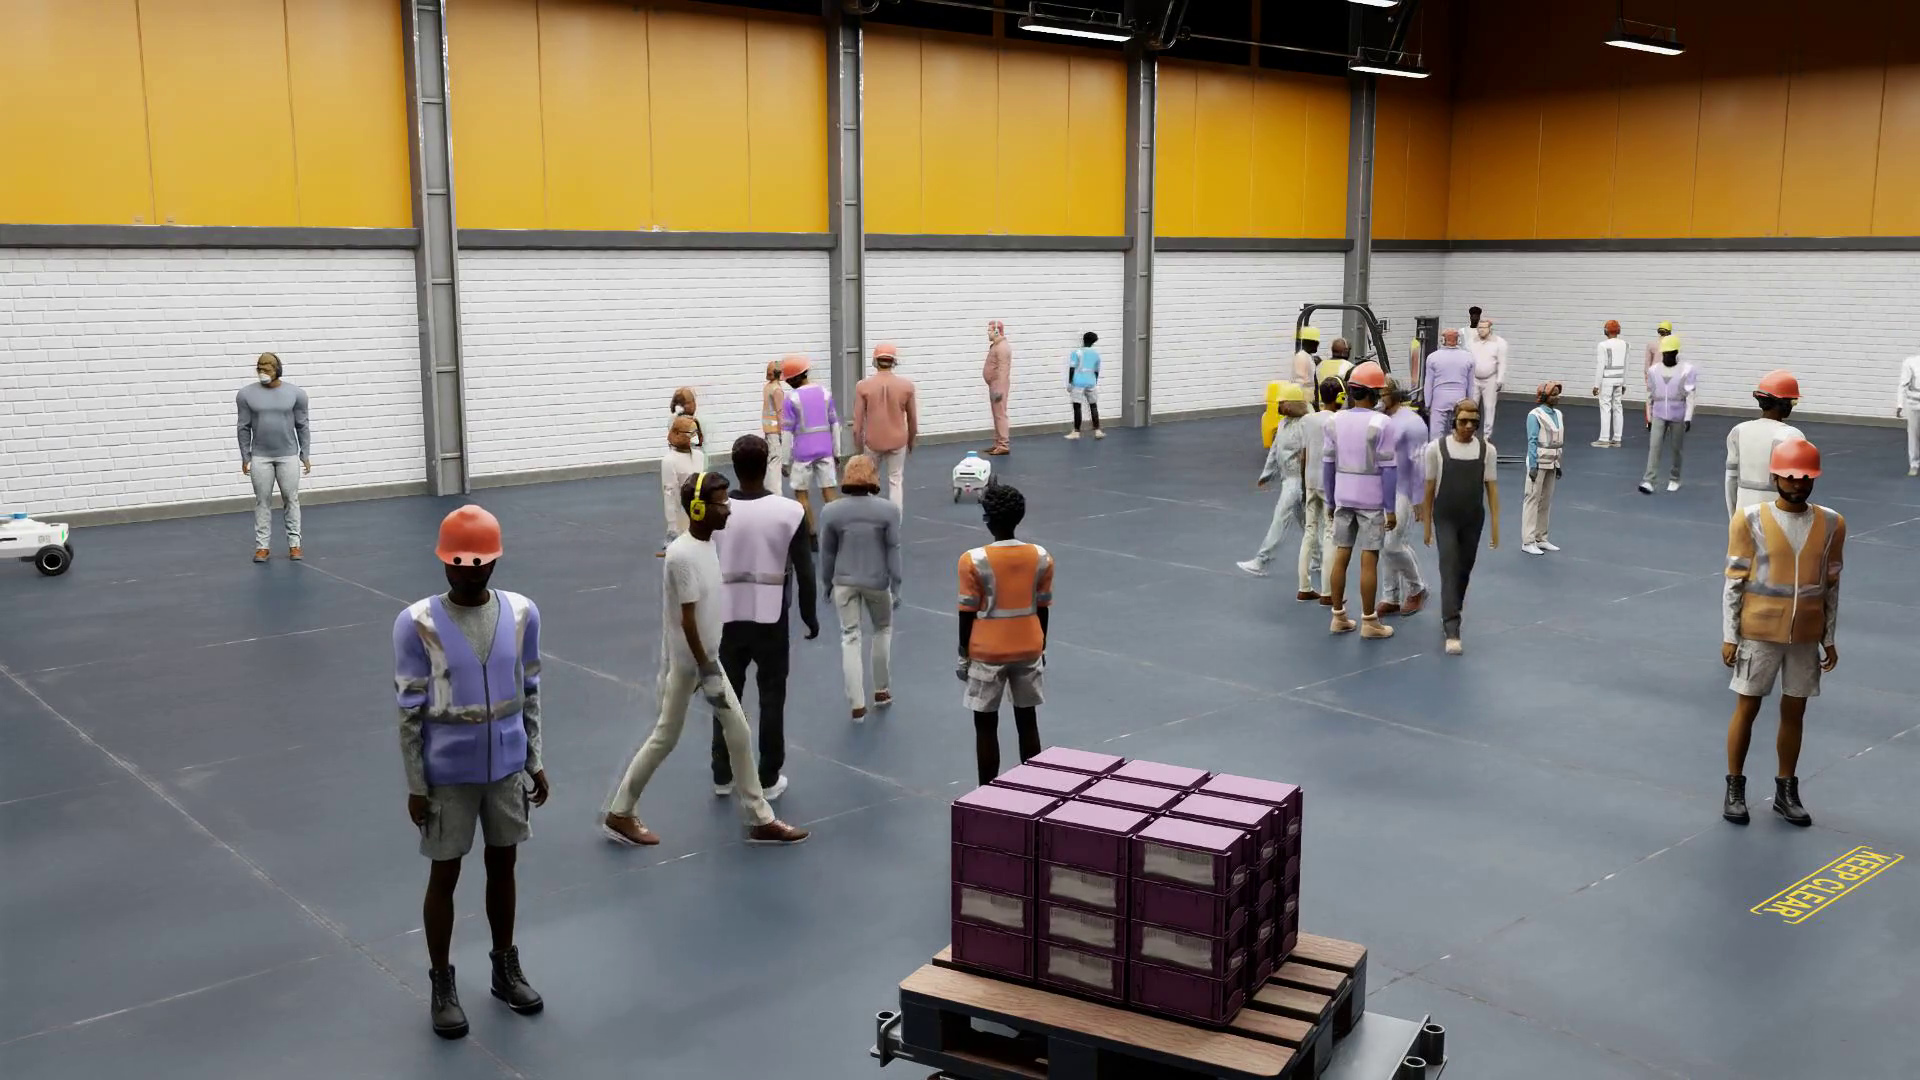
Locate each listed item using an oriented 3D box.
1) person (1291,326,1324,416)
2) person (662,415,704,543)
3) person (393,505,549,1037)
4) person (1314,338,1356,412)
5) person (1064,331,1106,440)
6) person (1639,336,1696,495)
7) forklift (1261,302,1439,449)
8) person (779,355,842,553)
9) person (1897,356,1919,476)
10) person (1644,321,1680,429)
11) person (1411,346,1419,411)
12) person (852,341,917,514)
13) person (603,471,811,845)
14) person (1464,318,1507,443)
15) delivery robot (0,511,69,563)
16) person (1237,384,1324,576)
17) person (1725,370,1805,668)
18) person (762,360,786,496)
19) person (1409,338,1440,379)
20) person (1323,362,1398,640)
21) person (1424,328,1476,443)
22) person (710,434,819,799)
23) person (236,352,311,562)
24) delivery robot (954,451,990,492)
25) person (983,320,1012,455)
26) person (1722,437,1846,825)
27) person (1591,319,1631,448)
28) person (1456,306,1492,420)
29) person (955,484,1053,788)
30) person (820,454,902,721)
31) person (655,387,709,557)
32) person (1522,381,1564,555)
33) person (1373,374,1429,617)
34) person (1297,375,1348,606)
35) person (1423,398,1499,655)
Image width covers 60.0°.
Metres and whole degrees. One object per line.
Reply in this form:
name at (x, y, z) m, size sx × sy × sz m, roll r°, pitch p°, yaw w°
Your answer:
person at (4.620, -1.836, 21.761) m, size 0.785 × 1.900 × 0.590 m, roll 3°, pitch 10°, yaw 16°
person at (-2.055, -0.130, 12.532) m, size 0.272 × 1.632 × 0.507 m, roll 4°, pitch 11°, yaw 23°
person at (-1.757, 0.824, 6.074) m, size 0.547 × 1.934 × 0.376 m, roll -7°, pitch 12°, yaw -37°
person at (4.539, -1.502, 19.962) m, size 0.429 × 1.841 × 0.633 m, roll -7°, pitch 12°, yaw -34°
person at (1.913, -2.366, 25.549) m, size 0.649 × 1.661 × 0.332 m, roll -5°, pitch 11°, yaw -28°
person at (8.385, -1.474, 19.698) m, size 0.603 × 1.872 × 0.986 m, roll 8°, pitch 12°, yaw 38°
forklift at (5.320, -2.157, 22.763) m, size 2.313 × 2.155 × 1.214 m, roll 3°, pitch 10°, yaw 16°
person at (-1.382, -0.802, 15.754) m, size 0.637 × 1.886 × 0.505 m, roll -6°, pitch 12°, yaw -32°
person at (12.193, -1.679, 21.044) m, size 0.583 × 1.826 × 1.000 m, roll 6°, pitch 11°, yaw 31°
person at (11.432, -2.683, 27.097) m, size 0.535 × 1.767 × 0.315 m, roll 7°, pitch 12°, yaw 37°
person at (6.982, -2.339, 25.110) m, size 0.324 × 1.760 × 0.523 m, roll -2°, pitch 10°, yaw -10°
person at (-0.748, -0.977, 16.479) m, size 0.640 × 1.976 × 0.543 m, roll -1°, pitch 10°, yaw -5°
person at (-1.263, 0.578, 7.870) m, size 0.989 × 1.822 × 0.533 m, roll 2°, pitch 10°, yaw 13°
person at (7.817, -2.368, 24.858) m, size 0.662 × 1.899 × 0.455 m, roll 6°, pitch 11°, yaw 31°
delivery robot at (-8.291, -0.009, 14.709) m, size 0.707 × 0.478 × 0.477 m, roll -4°, pitch 11°, yaw -24°
person at (2.891, -0.525, 14.679) m, size 0.922 × 1.696 × 0.501 m, roll -2°, pitch 10°, yaw -12°
person at (5.540, -0.145, 11.425) m, size 0.375 × 2.044 × 0.605 m, roll -4°, pitch 11°, yaw -24°
person at (-2.087, -1.210, 18.846) m, size 0.311 × 1.638 × 0.523 m, roll -4°, pitch 10°, yaw -22°
person at (7.178, -2.466, 25.608) m, size 0.429 × 1.841 × 0.634 m, roll -3°, pitch 10°, yaw -20°
person at (2.962, -0.288, 12.261) m, size 0.381 × 2.045 × 0.605 m, roll -9°, pitch 13°, yaw -42°
person at (6.281, -1.774, 21.395) m, size 0.641 × 1.900 × 0.403 m, roll 1°, pitch 10°, yaw 4°
person at (-1.051, 0.408, 8.582) m, size 0.614 × 1.914 × 0.475 m, roll 1°, pitch 10°, yaw 6°
person at (-6.327, -0.765, 15.373) m, size 0.627 × 1.936 × 0.376 m, roll -3°, pitch 10°, yaw -17°
delivery robot at (0.140, -0.781, 19.229) m, size 0.477 × 0.478 × 0.707 m, roll 2°, pitch 10°, yaw 9°
person at (0.522, -2.163, 23.644) m, size 0.403 × 1.906 × 0.651 m, roll -1°, pitch 10°, yaw -5°
person at (4.065, 0.455, 8.223) m, size 0.552 × 1.936 × 0.358 m, roll 1°, pitch 10°, yaw 7°
person at (9.586, -2.300, 24.502) m, size 0.581 × 1.884 × 0.339 m, roll -4°, pitch 10°, yaw -21°
person at (8.733, -2.999, 28.359) m, size 0.607 × 1.967 × 0.367 m, roll 4°, pitch 10°, yaw 22°
person at (0.220, 0.565, 8.316) m, size 0.537 × 1.692 × 0.321 m, roll -5°, pitch 11°, yaw -27°
person at (-0.596, 0.272, 10.234) m, size 0.514 × 1.599 × 0.716 m, roll 1°, pitch 10°, yaw 4°
person at (-2.540, -0.667, 15.799) m, size 0.511 × 1.601 × 0.821 m, roll 6°, pitch 12°, yaw 32°
person at (5.539, -0.689, 15.794) m, size 0.511 × 1.641 × 0.308 m, roll -9°, pitch 13°, yaw -41°
person at (3.345, -0.336, 12.906) m, size 0.433 × 1.916 × 0.657 m, roll -5°, pitch 11°, yaw -25°
person at (2.957, -0.396, 13.451) m, size 0.327 × 1.861 × 0.501 m, roll -9°, pitch 13°, yaw -44°
person at (3.619, -0.129, 12.044) m, size 0.522 × 1.808 × 0.875 m, roll 0°, pitch 10°, yaw 2°
